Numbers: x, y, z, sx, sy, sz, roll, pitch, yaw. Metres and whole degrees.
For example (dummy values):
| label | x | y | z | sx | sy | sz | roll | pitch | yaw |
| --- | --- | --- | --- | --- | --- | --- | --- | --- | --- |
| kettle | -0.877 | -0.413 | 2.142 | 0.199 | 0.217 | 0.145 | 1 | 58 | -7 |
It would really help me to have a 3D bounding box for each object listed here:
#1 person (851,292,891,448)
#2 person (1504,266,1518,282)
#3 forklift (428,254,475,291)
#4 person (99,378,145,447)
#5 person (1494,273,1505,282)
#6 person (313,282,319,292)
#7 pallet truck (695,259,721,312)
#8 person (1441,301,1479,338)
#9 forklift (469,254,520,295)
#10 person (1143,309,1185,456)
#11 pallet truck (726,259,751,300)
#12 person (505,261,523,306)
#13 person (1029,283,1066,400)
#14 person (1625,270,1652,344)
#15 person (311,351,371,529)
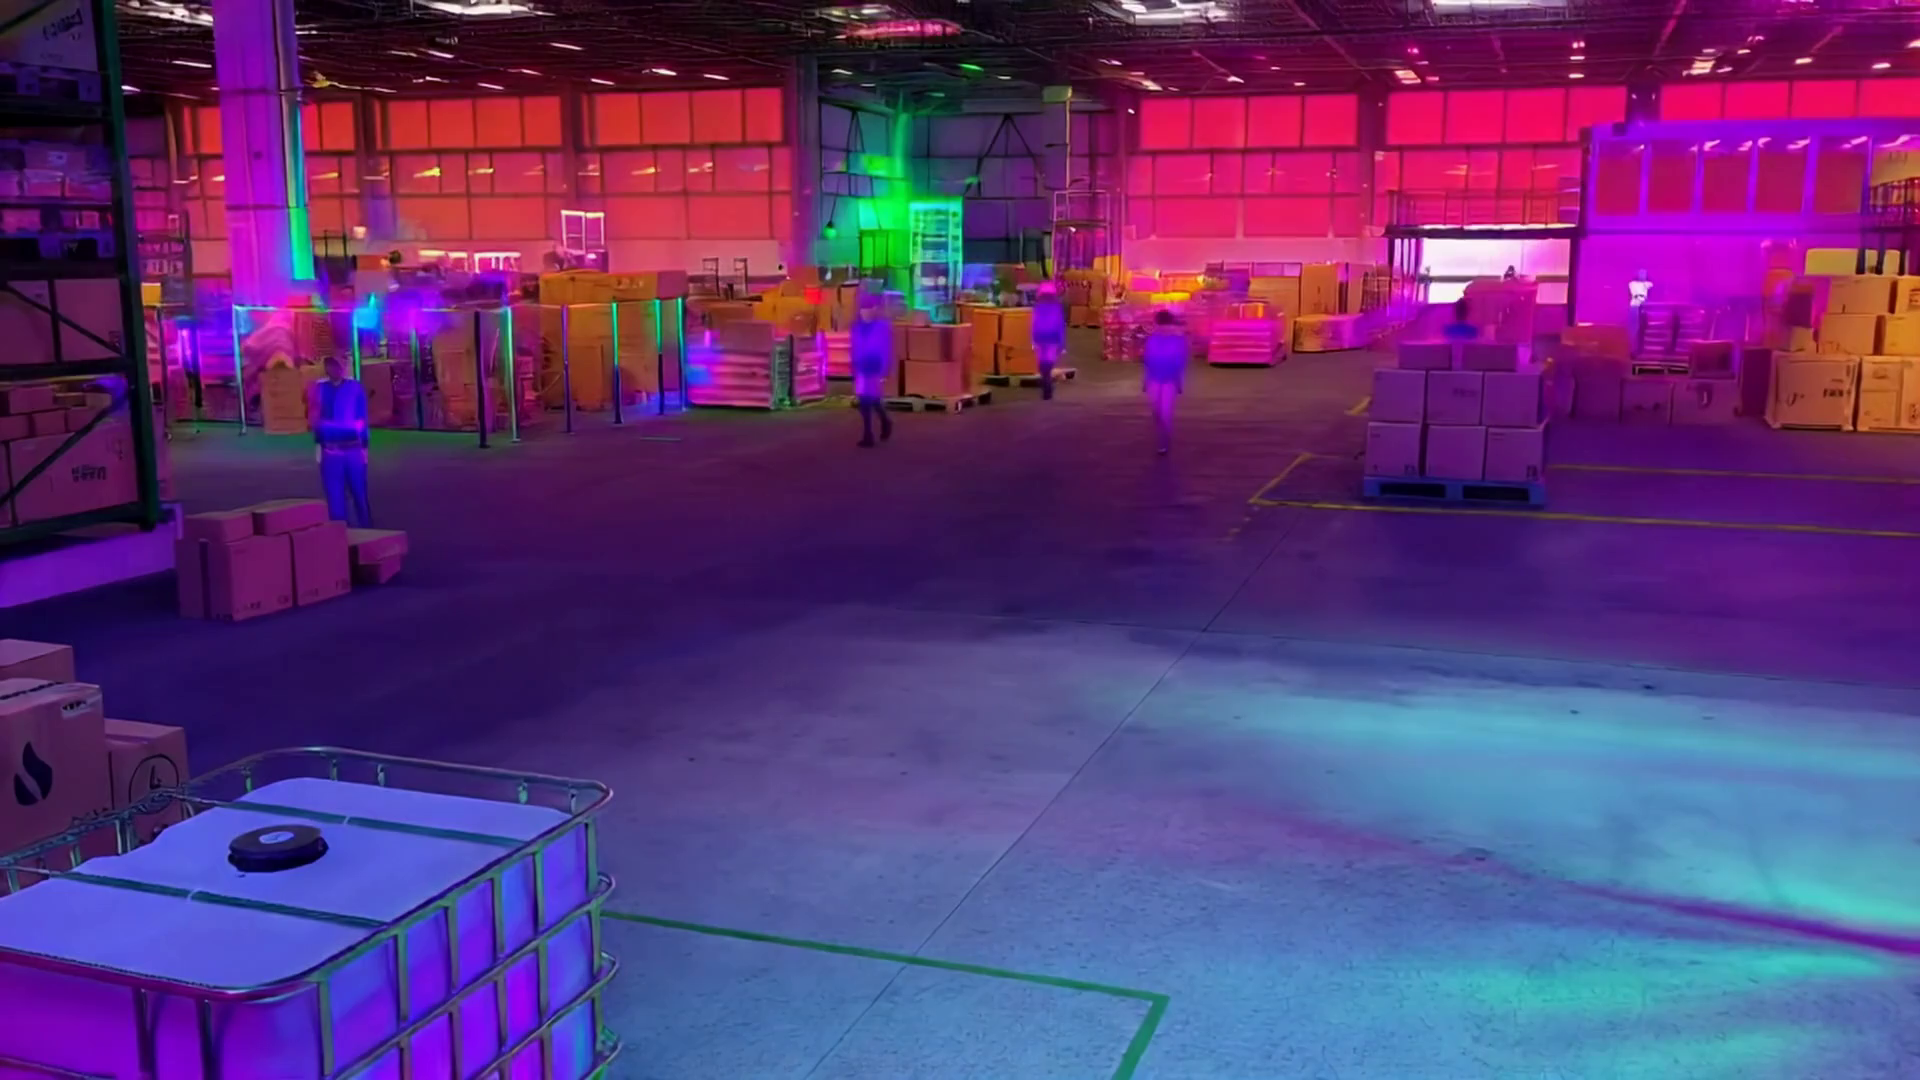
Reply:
| label | x | y | z | sx | sy | sz | roll | pitch | yaw |
| --- | --- | --- | --- | --- | --- | --- | --- | --- | --- |
| person | -1.102 | -2.101 | 20.604 | 0.561 | 1.918 | 0.464 | 6 | 12 | 29 |
| person | 17.874 | -8.003 | 54.125 | 0.524 | 1.826 | 0.745 | 3 | 10 | 15 |
| forklift | -20.133 | -10.254 | 65.465 | 1.157 | 1.987 | 2.680 | 3 | 11 | 19 |
| person | -10.400 | -2.030 | 20.497 | 0.612 | 1.819 | 0.605 | 2 | 10 | 10 |
| person | 11.025 | -4.482 | 33.960 | 0.606 | 1.941 | 0.880 | 5 | 11 | 25 |
| person | -17.145 | -6.208 | 43.803 | 0.535 | 1.892 | 0.666 | 5 | 11 | 26 |
| pallet truck | -9.165 | -9.627 | 62.776 | 0.823 | 1.965 | 1.885 | 4 | 11 | 23 |
| person | 6.156 | -2.026 | 20.466 | 0.528 | 1.831 | 0.977 | 0 | 10 | -1 |
| forklift | -17.990 | -10.121 | 64.684 | 1.157 | 1.987 | 2.680 | 3 | 11 | 17 |
| person | 2.462 | -1.891 | 19.902 | 0.530 | 1.757 | 0.557 | 5 | 11 | 26 |
| pallet truck | -7.986 | -9.493 | 62.019 | 0.823 | 1.965 | 1.885 | 3 | 11 | 17 |
| person | -12.984 | -7.125 | 48.599 | 0.512 | 2.033 | 0.610 | 7 | 12 | 34 |
| person | 1.441 | -3.233 | 27.070 | 0.565 | 1.882 | 1.019 | 4 | 11 | 21 |
| person | 17.269 | -5.924 | 42.307 | 0.611 | 1.871 | 1.016 | 7 | 12 | 36 |
| person | -5.108 | -0.744 | 13.750 | 0.515 | 1.641 | 0.315 | 2 | 10 | 13 |
